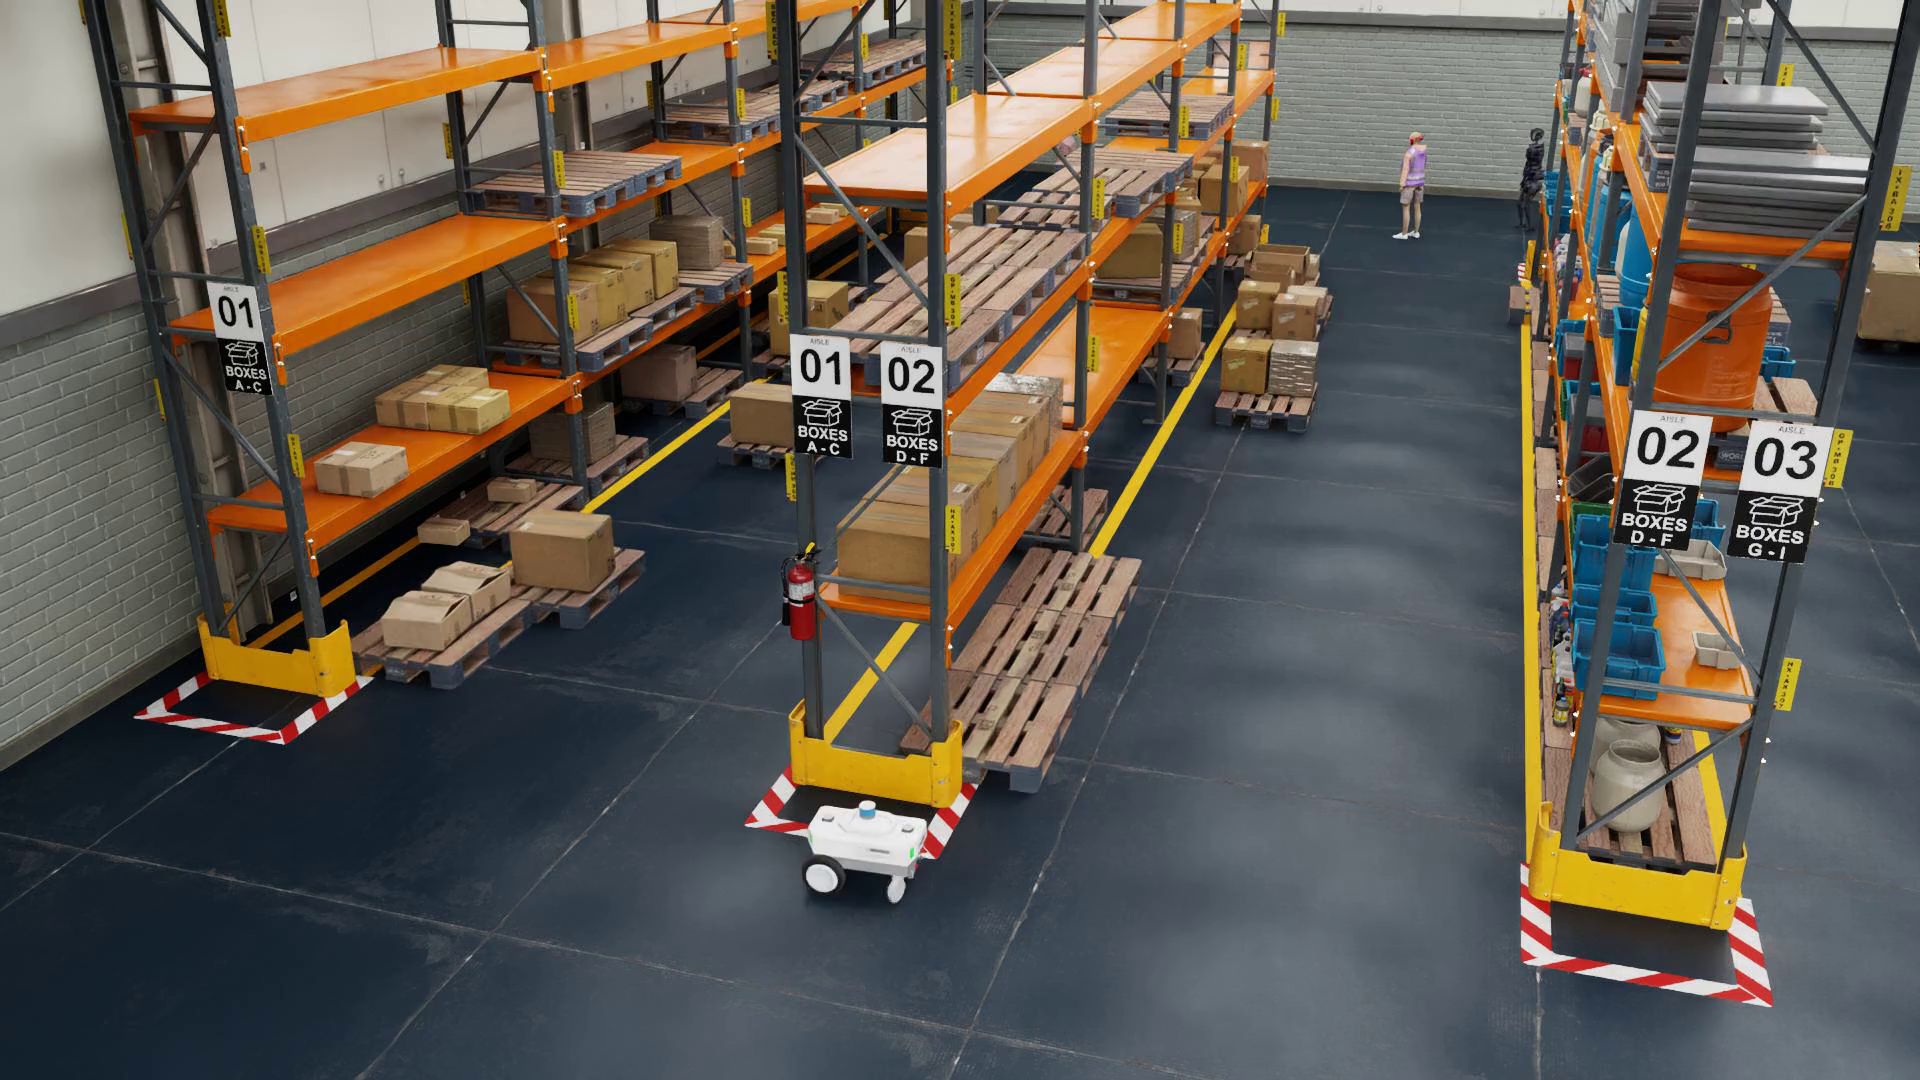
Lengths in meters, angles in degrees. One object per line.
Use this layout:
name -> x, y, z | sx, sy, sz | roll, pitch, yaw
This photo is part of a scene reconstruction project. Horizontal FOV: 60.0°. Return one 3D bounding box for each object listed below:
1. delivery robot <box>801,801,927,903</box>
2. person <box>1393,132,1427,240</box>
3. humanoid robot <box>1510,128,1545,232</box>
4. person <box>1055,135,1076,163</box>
delivery robot -> -0.610, 1.915, 10.394 | 0.785, 0.614, 0.508 | 6, 24, 13
person -> 7.180, -5.621, 26.418 | 0.489, 1.688, 0.352 | -14, 27, -29
humanoid robot -> 9.237, -5.810, 26.873 | 0.337, 1.652, 0.600 | -2, 23, -4
person -> 1.703, -5.918, 26.960 | 0.328, 1.800, 0.541 | 7, 24, 16
